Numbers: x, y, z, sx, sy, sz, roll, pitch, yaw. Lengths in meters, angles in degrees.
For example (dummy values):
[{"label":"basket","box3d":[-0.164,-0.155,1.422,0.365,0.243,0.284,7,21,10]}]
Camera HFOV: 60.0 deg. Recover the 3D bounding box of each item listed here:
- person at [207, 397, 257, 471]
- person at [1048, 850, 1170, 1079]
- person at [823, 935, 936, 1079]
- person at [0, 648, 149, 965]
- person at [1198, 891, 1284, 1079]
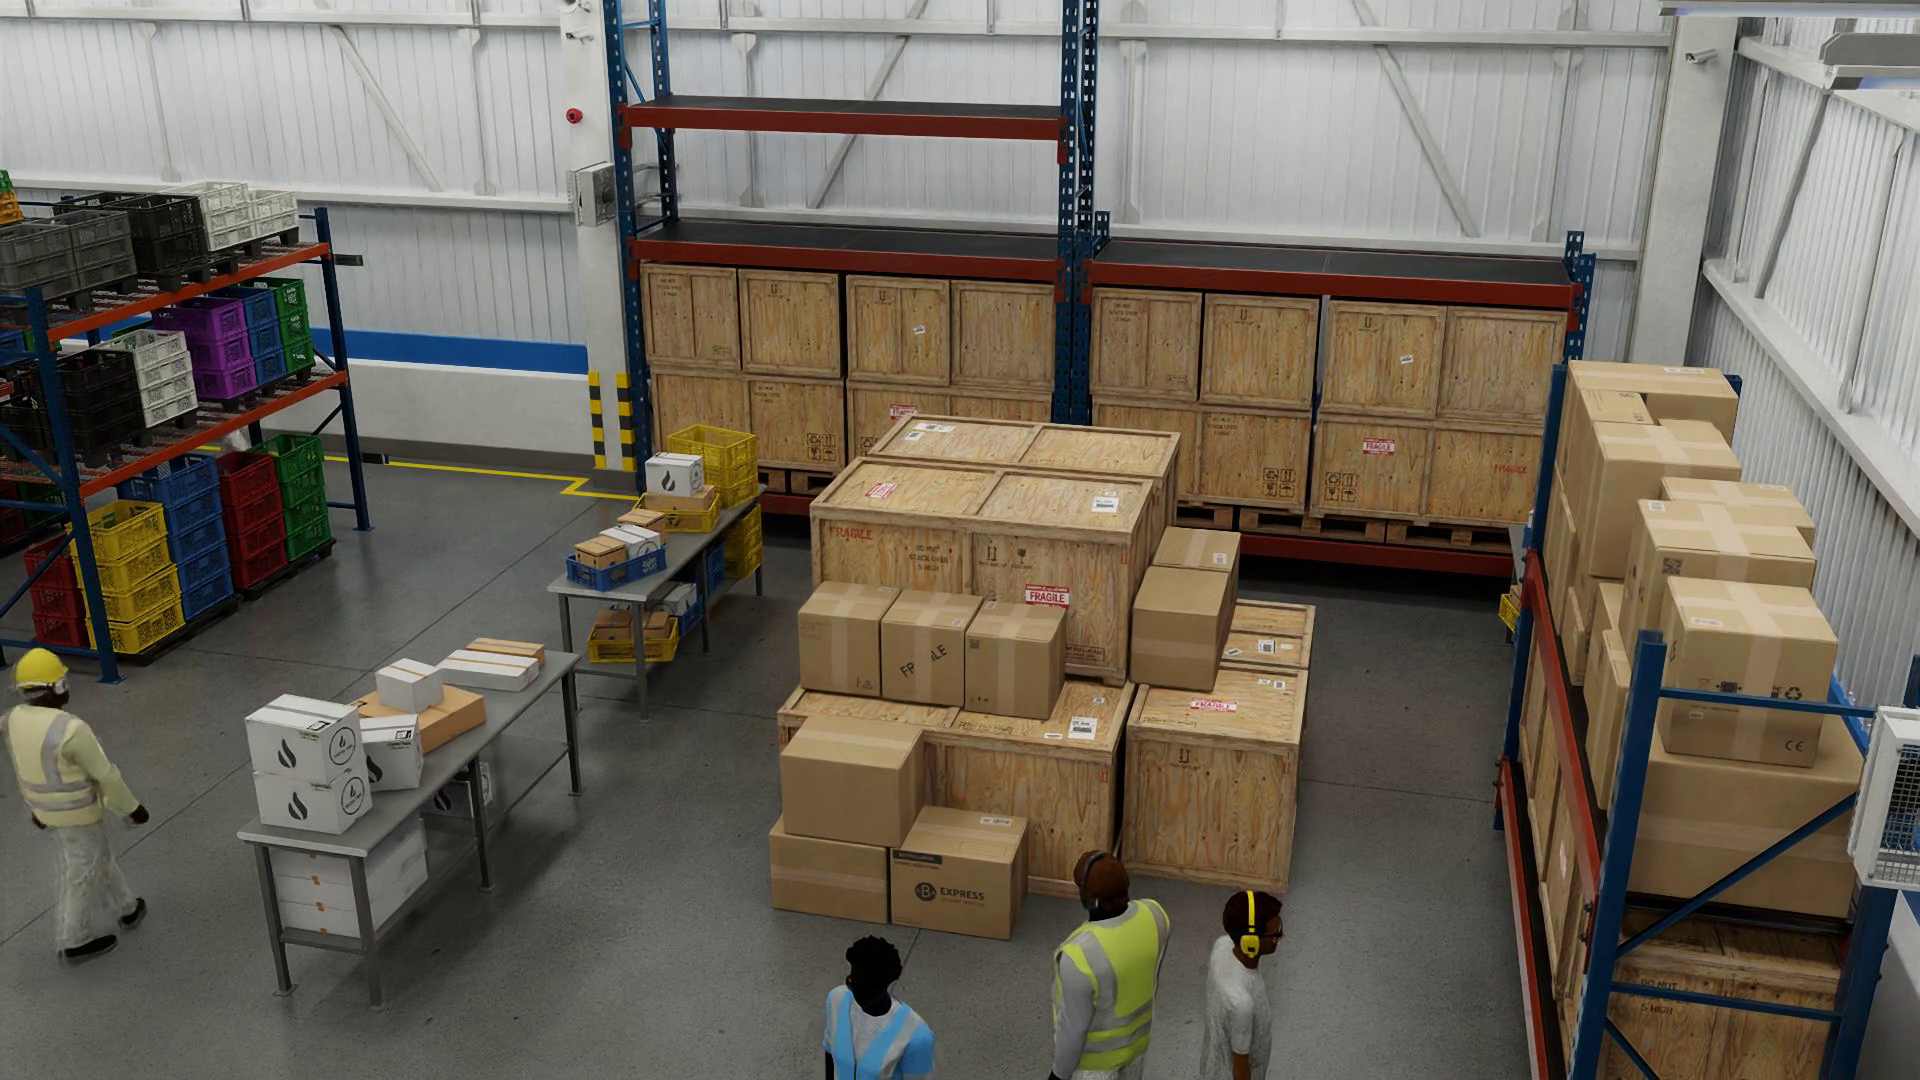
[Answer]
[{"label":"person","box3d":[-7.387,-1.496,16.700,1.058,1.887,0.640,13,25,31]},{"label":"person","box3d":[0.604,2.160,7.182,0.429,1.838,0.621,20,28,41]},{"label":"person","box3d":[-0.347,2.365,6.835,0.535,1.697,0.318,12,24,29]},{"label":"person","box3d":[-4.821,1.437,9.110,0.638,1.799,0.602,12,24,29]},{"label":"person","box3d":[1.152,2.260,6.869,0.328,1.874,0.521,-1,21,-2]}]
